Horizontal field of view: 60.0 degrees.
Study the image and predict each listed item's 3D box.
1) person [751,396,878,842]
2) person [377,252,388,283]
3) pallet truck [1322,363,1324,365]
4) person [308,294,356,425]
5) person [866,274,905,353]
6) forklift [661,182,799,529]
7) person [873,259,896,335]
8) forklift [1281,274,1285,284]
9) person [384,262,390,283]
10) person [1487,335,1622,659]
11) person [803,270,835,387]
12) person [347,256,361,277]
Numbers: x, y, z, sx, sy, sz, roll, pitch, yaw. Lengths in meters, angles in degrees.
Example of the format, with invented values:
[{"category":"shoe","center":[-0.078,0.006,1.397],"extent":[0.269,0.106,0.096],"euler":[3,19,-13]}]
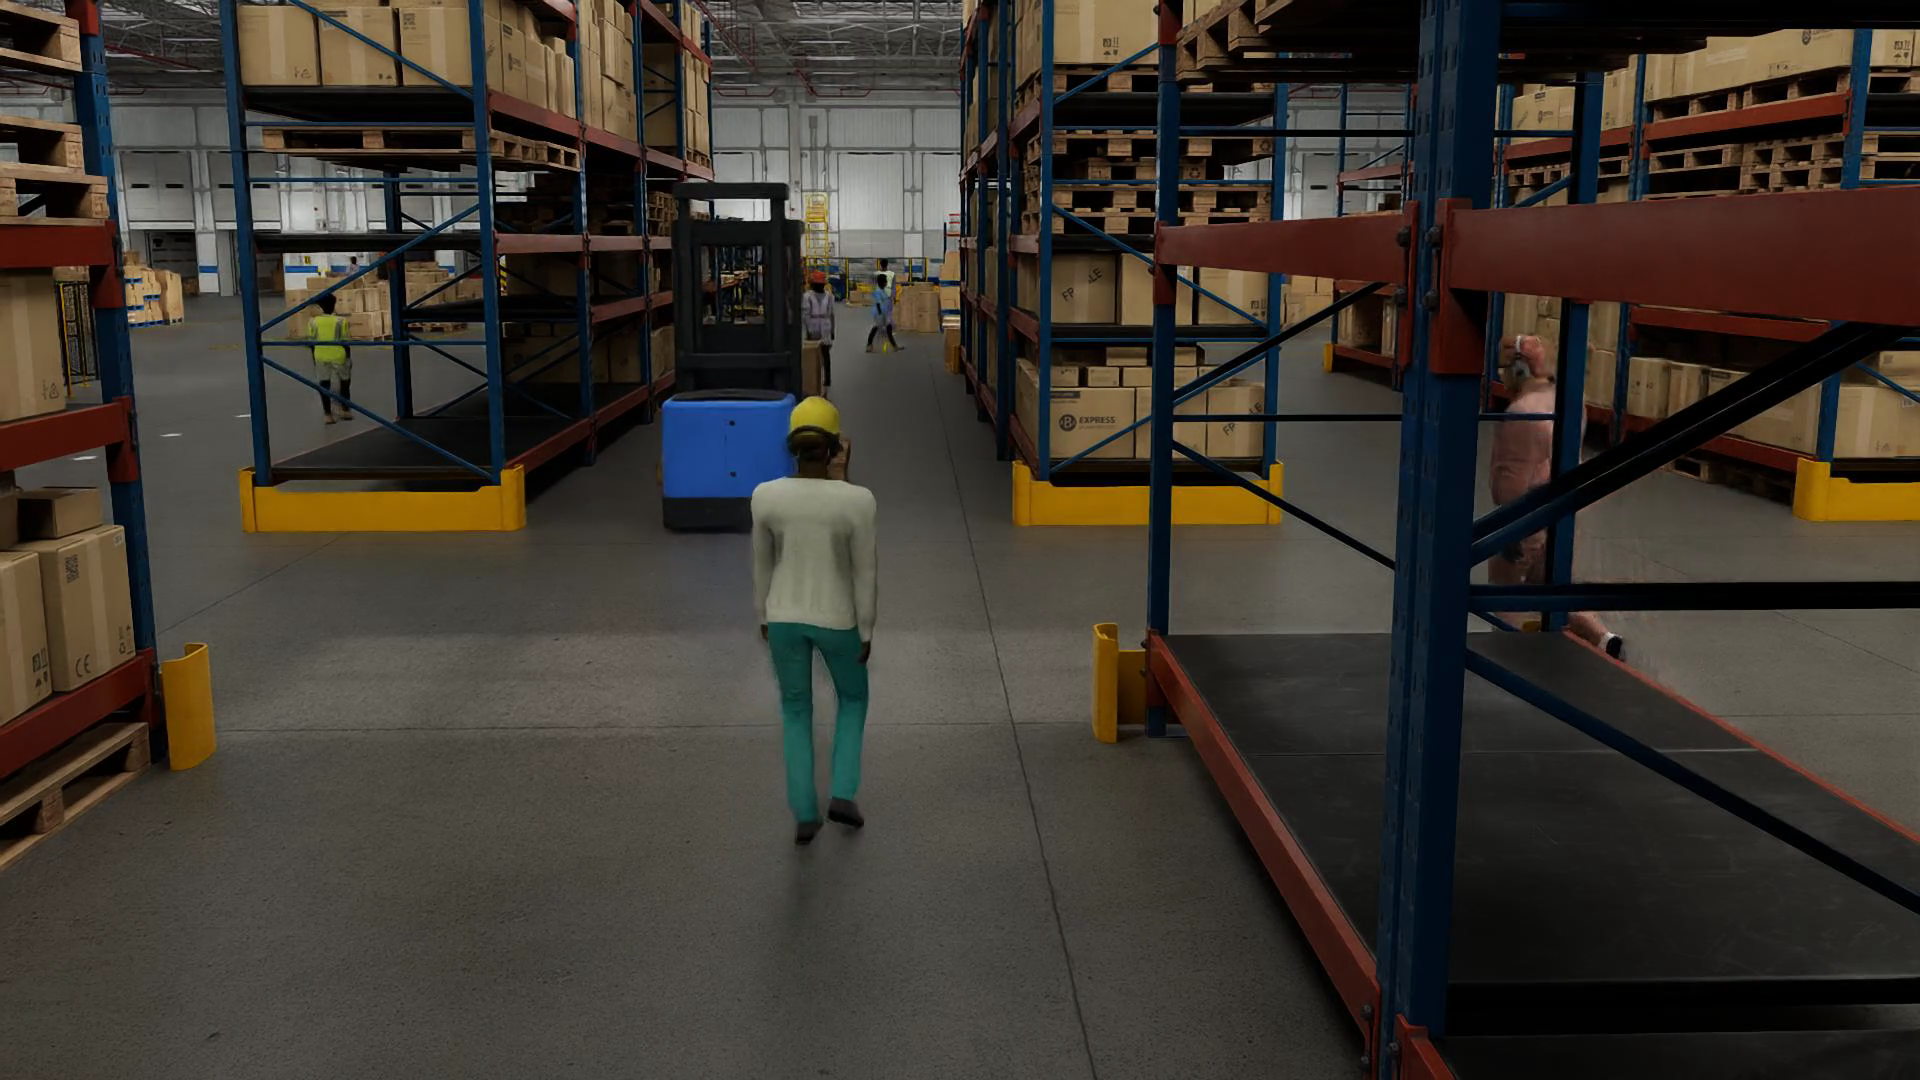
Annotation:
[{"category":"person","center":[-0.565,0.314,6.520],"extent":[0.527,1.750,0.390],"euler":[2,10,8]},{"category":"person","center":[-21.734,-9.873,62.737],"extent":[0.753,1.957,0.370],"euler":[3,11,17]},{"category":"pallet truck","center":[7.712,-4.157,30.737],"extent":[1.885,1.965,0.823],"euler":[3,11,16]},{"category":"person","center":[-8.110,-2.349,21.542],"extent":[0.558,1.668,0.709],"euler":[0,10,-2]},{"category":"person","center":[-1.609,-4.768,35.101],"extent":[0.864,1.646,0.552],"euler":[4,11,20]},{"category":"forklift","center":[-1.891,-1.586,13.956],"extent":[1.129,2.768,1.873],"euler":[0,10,-2]},{"category":"person","center":[-1.886,-6.075,41.644],"extent":[0.593,1.920,0.391],"euler":[1,10,5]},{"category":"forklift","center":[12.142,-10.797,65.268],"extent":[1.129,2.768,1.873],"euler":[0,10,-2]},{"category":"person","center":[-18.914,-8.501,55.418],"extent":[0.520,1.826,0.550],"euler":[-1,10,-8]},{"category":"person","center":[2.999,-0.109,8.529],"extent":[0.693,1.874,0.718],"euler":[-10,14,-44]},{"category":"person","center":[-2.306,-3.471,27.235],"extent":[0.533,1.892,0.994],"euler":[-2,10,-10]},{"category":"person","center":[-22.332,-9.567,61.353],"extent":[0.491,1.823,0.643],"euler":[4,11,19]}]
